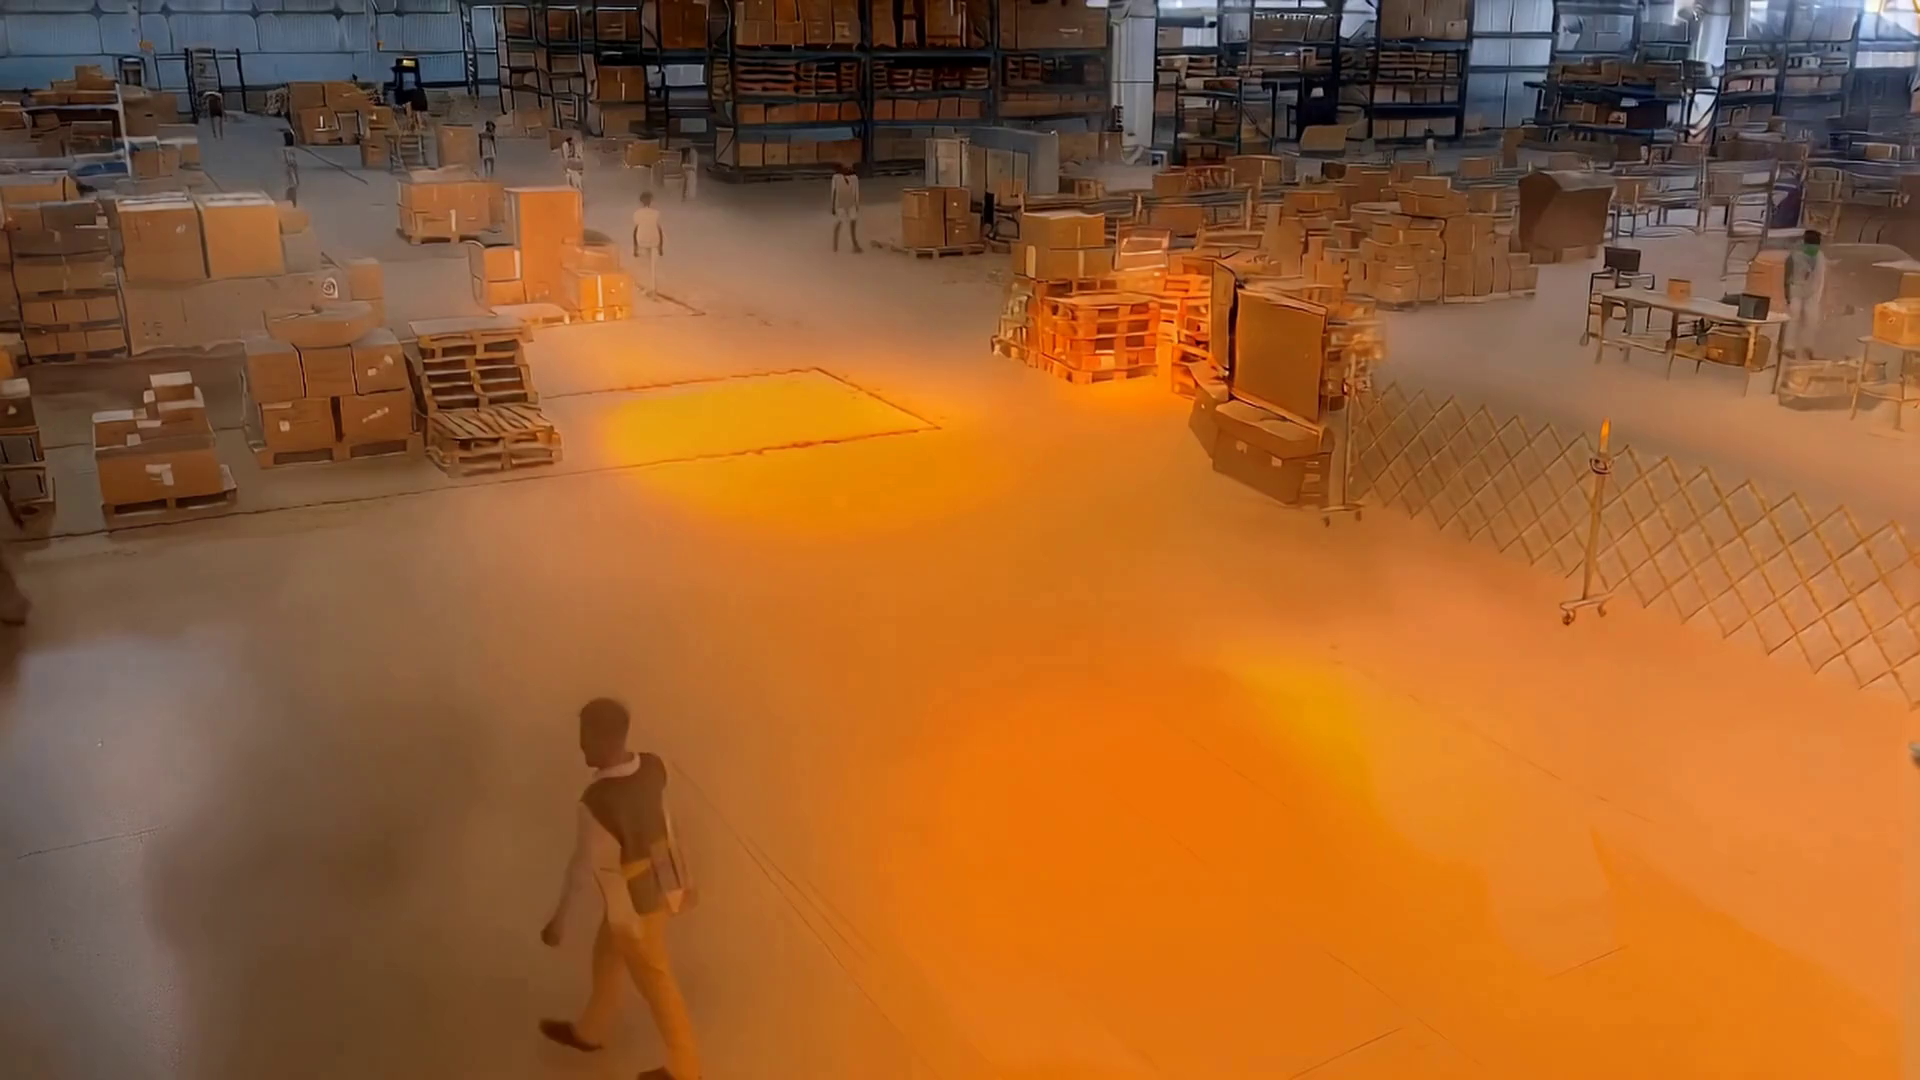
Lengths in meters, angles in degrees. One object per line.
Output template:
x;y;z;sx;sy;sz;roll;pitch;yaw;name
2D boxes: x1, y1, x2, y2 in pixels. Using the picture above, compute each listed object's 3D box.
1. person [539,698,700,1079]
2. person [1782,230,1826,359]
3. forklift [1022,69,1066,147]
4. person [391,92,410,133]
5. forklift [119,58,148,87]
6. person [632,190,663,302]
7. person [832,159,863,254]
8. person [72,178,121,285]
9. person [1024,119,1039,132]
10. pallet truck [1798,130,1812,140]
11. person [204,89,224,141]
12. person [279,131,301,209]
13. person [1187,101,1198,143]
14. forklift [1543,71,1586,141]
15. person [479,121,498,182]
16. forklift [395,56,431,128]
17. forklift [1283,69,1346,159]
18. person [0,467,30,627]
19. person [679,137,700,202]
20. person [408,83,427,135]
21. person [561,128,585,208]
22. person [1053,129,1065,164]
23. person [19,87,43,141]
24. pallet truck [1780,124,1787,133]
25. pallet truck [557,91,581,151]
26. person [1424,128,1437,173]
-1.610;1.594;7.474;0.961;1.876;0.601;4;18;13;person
11.762;-3.383;23.100;0.630;1.809;0.666;-3;18;-8;person
3.049;-13.934;54.275;1.873;2.768;1.129;-9;20;-26;forklift
-19.593;-14.710;58.262;0.593;1.911;0.383;-7;19;-20;person
-32.353;-17.503;65.400;1.129;2.768;1.873;-9;20;-26;forklift
-5.250;-4.935;27.882;0.550;1.847;0.653;-8;19;-23;person
-2.306;-6.693;33.343;0.620;1.865;1.031;-10;20;-28;person
-15.364;-5.427;29.366;1.005;1.877;0.567;-2;18;-6;person
2.108;-11.483;48.634;0.511;1.639;0.308;10;20;28;person
25.526;-11.556;49.408;1.630;1.274;0.653;-9;20;-26;pallet truck
-27.612;-15.724;61.529;0.429;1.842;0.630;15;23;39;person
-15.856;-8.683;39.403;0.605;1.958;0.387;16;24;41;person
8.037;-14.425;57.841;0.505;1.621;0.375;-7;19;-20;person
18.685;-13.231;52.085;1.873;2.768;1.129;-9;20;-26;forklift
-13.318;-10.980;46.987;0.322;1.689;0.530;14;22;37;person
-22.359;-18.242;67.707;1.129;2.768;1.873;-9;20;-26;forklift
11.615;-13.871;54.079;1.129;2.768;1.873;-9;20;-27;forklift
-7.682;-0.121;13.095;0.453;1.699;0.561;6;19;19;person
-6.910;-9.421;42.259;0.524;1.606;0.829;5;18;14;person
-20.917;-16.596;64.068;0.635;1.943;0.992;-13;22;-34;person
-9.468;-9.121;40.804;0.548;1.929;0.391;-4;18;-12;person
2.471;-9.840;43.388;0.844;1.721;0.526;-9;20;-27;person
-34.352;-15.742;61.440;0.627;1.934;0.371;4;18;11;person
25.206;-12.542;52.601;1.601;1.201;0.680;0;18;-2;pallet truck
-13.495;-14.412;57.188;0.823;1.965;1.885;-3;18;-9;pallet truck
12.702;-10.300;44.973;0.281;1.624;0.493;2;18;6;person
